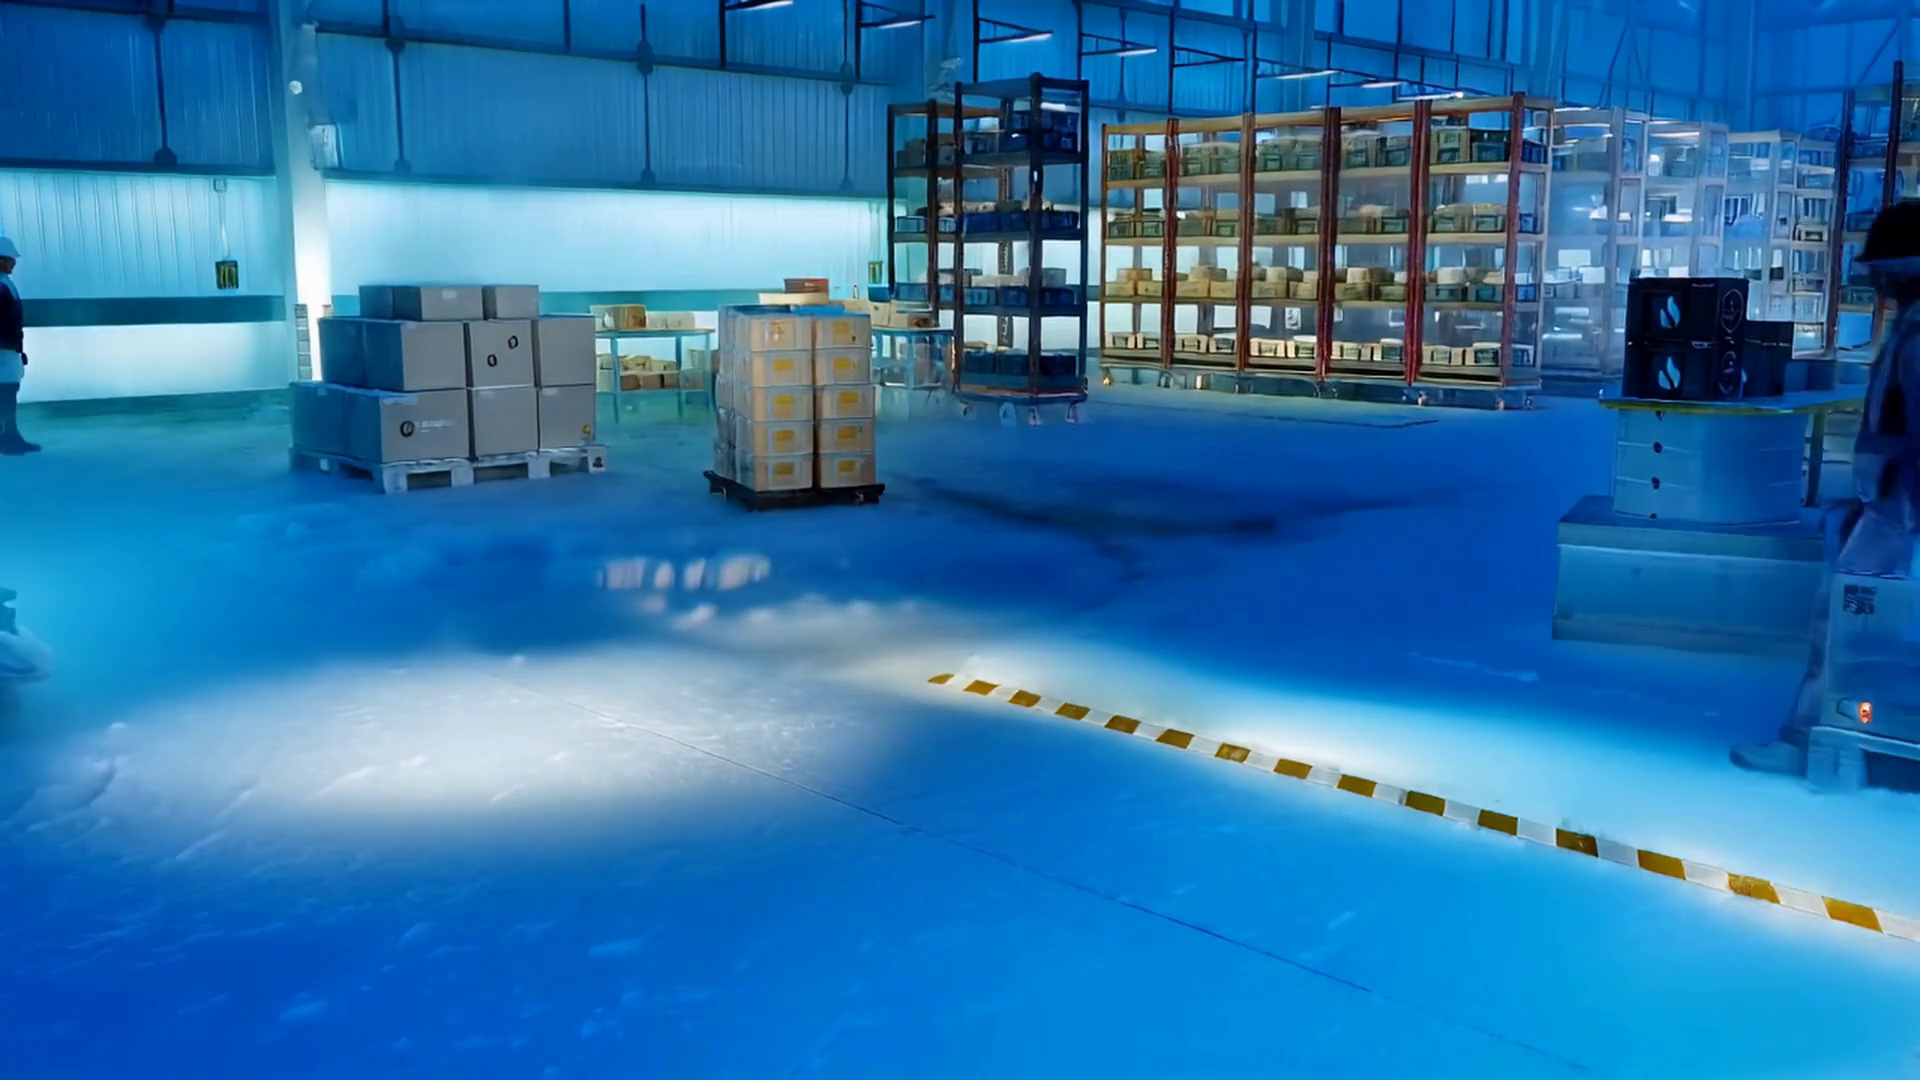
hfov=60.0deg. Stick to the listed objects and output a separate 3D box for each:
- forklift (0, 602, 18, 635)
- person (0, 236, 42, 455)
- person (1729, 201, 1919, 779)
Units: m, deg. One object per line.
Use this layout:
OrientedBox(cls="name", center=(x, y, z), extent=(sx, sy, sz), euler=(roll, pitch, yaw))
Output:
OrientedBox(cls="forklift", center=(-5.264, -0.979, 7.496), extent=(1.129, 2.768, 1.873), euler=(-9, 13, -43))
OrientedBox(cls="person", center=(-8.501, -1.731, 14.846), extent=(0.361, 1.939, 0.543), euler=(-1, 9, -5))
OrientedBox(cls="person", center=(3.080, -0.110, 5.235), extent=(0.991, 1.901, 0.592), euler=(8, 12, 40))
